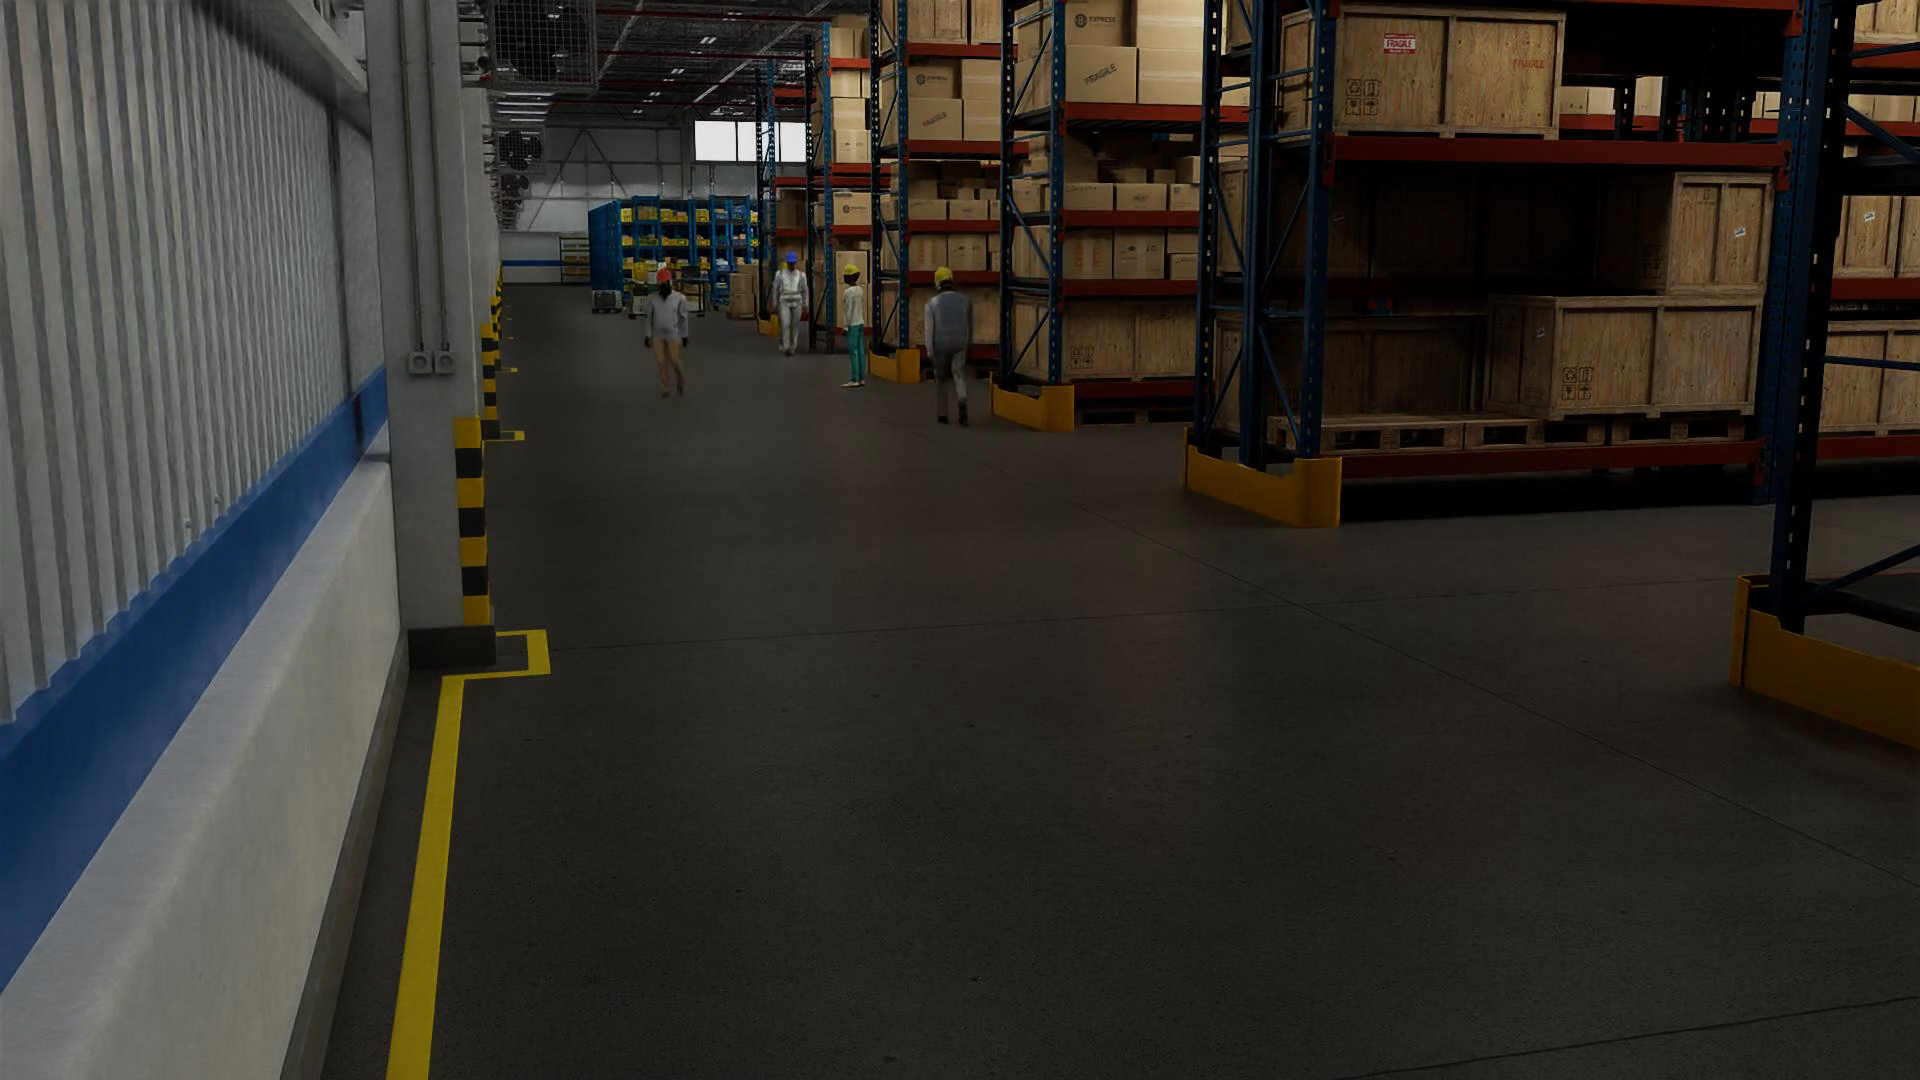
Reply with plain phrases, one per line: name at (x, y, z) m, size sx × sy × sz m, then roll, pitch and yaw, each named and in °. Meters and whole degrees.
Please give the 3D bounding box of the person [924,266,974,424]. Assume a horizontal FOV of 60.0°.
person at (-0.110, -2.187, 18.806) m, size 0.597 × 1.803 × 0.698 m, roll -2°, pitch 10°, yaw -13°

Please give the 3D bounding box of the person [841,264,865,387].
person at (-1.552, -3.084, 23.990) m, size 0.313 × 1.769 × 0.523 m, roll 4°, pitch 11°, yaw 20°

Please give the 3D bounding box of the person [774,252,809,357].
person at (-3.089, -4.318, 30.563) m, size 0.642 × 1.903 × 0.971 m, roll -2°, pitch 10°, yaw -10°

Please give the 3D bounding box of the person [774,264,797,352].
person at (-3.369, -4.494, 32.199) m, size 0.503 × 1.690 × 0.917 m, roll -2°, pitch 10°, yaw -13°

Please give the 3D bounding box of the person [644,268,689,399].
person at (-3.910, -2.741, 22.125) m, size 0.568 × 1.734 × 0.364 m, roll 1°, pitch 10°, yaw 6°
